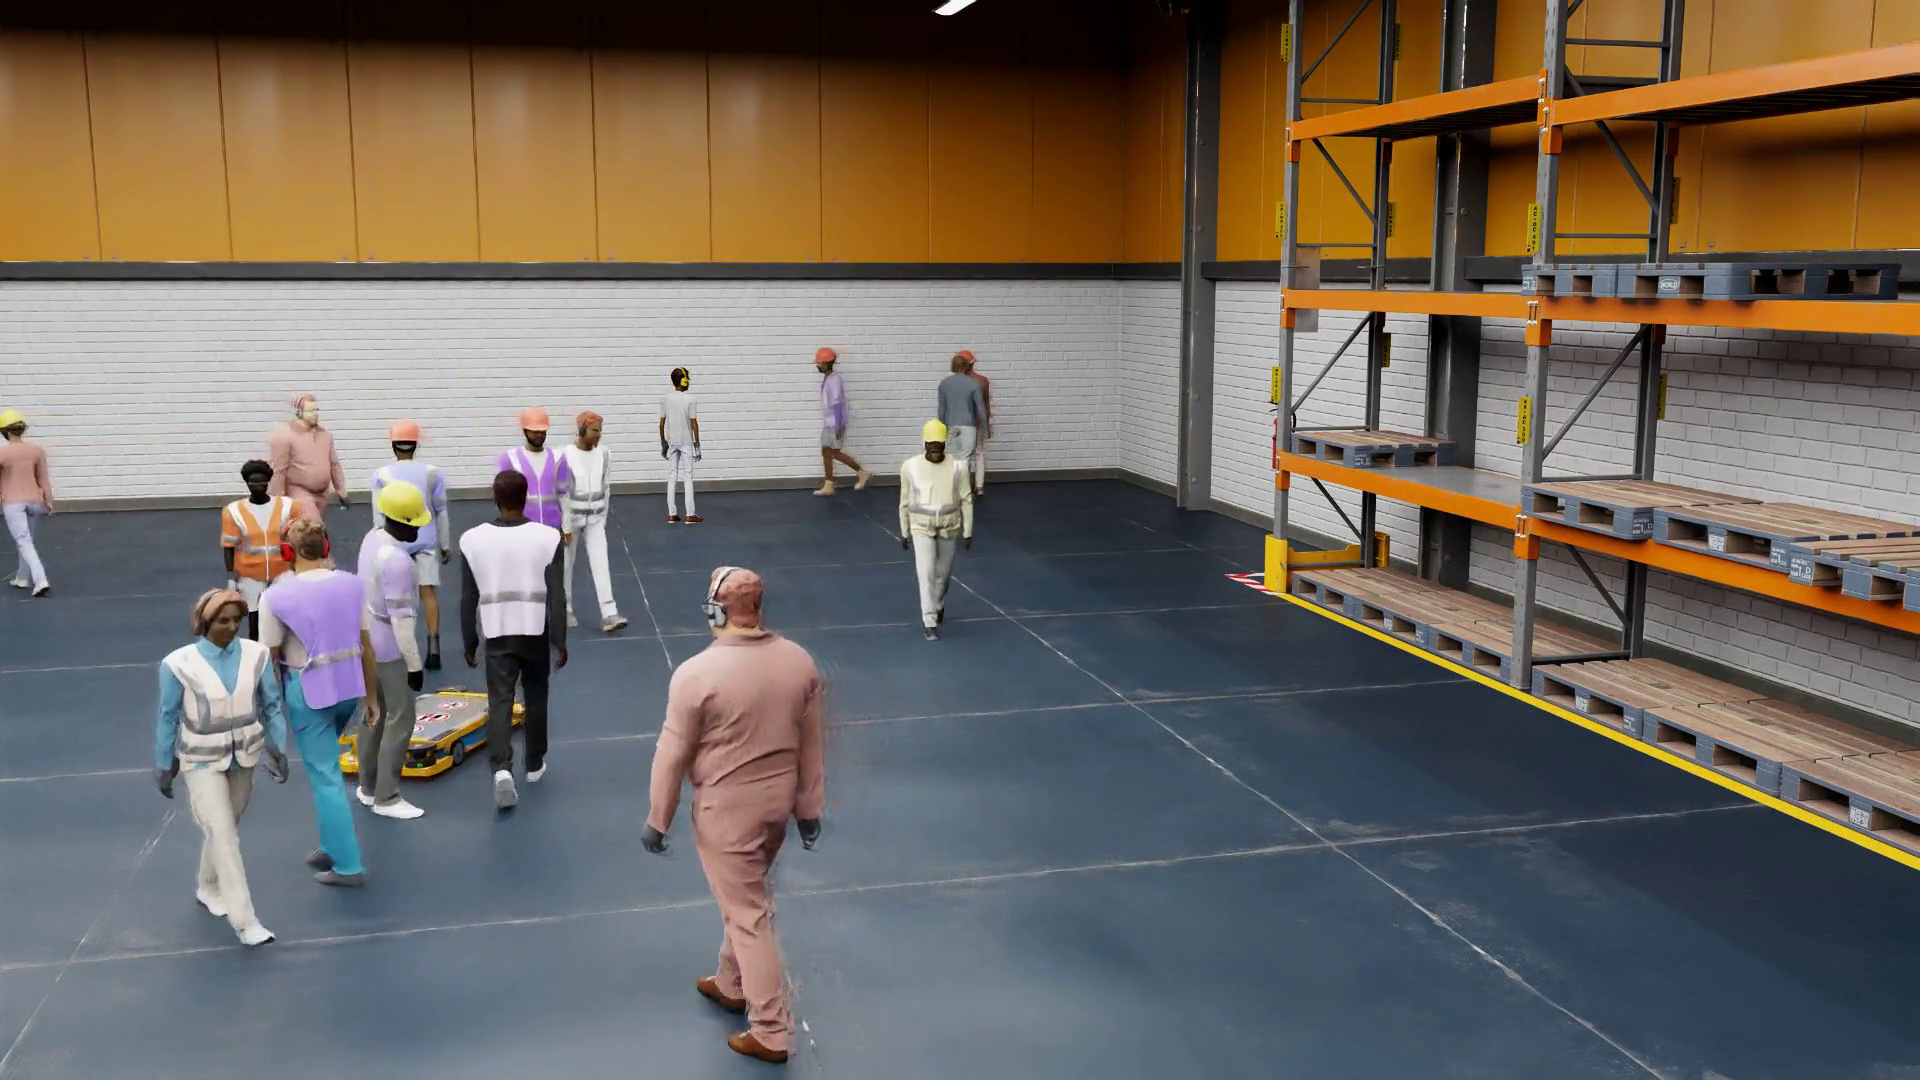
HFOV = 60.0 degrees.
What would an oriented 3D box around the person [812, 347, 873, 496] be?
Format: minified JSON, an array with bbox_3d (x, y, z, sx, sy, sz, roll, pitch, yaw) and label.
[{"bbox_3d":[-1.610,-1.584,22.303,0.755,2.016,0.628,-4,10,-22],"label":"person"}]

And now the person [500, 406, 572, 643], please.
[{"bbox_3d":[-3.399,-0.117,13.400,0.566,1.926,0.400,-5,11,-30],"label":"person"}]

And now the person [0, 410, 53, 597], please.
[{"bbox_3d":[-8.717,-0.348,15.472,0.884,1.723,0.521,5,10,30],"label":"person"}]

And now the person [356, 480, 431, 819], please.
[{"bbox_3d":[-3.160,0.586,9.199,0.390,1.878,0.758,-6,11,-34],"label":"person"}]

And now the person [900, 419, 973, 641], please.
[{"bbox_3d":[-0.202,-0.121,13.852,0.602,1.801,0.875,-1,9,-7],"label":"person"}]

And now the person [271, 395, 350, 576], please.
[{"bbox_3d":[-5.958,-0.409,15.425,0.976,1.852,0.676,4,10,23],"label":"person"}]

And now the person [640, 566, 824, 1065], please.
[{"bbox_3d":[-0.927,1.030,6.434,0.867,1.871,0.646,8,12,40],"label":"person"}]

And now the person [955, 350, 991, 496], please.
[{"bbox_3d":[0.160,-1.554,22.253,0.724,1.964,0.617,-6,11,-33],"label":"person"}]

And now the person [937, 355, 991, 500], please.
[{"bbox_3d":[0.017,-1.476,21.986,0.712,1.913,0.606,5,10,28],"label":"person"}]

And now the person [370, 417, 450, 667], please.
[{"bbox_3d":[-4.165,0.019,12.663,0.563,1.902,0.945,-5,10,-28],"label":"person"}]

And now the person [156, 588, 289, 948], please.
[{"bbox_3d":[-3.299,0.998,7.493,0.887,1.577,0.525,7,12,39],"label":"person"}]

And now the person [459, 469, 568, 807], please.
[{"bbox_3d":[-2.545,0.540,9.485,0.592,1.883,0.903,-2,9,-11],"label":"person"}]

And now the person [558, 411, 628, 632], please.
[{"bbox_3d":[-3.102,-0.139,13.815,0.614,1.827,0.996,-7,11,-37],"label":"person"}]

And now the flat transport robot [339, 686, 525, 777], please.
[{"bbox_3d":[-3.287,1.184,10.441,0.652,0.197,1.431,2,9,11],"label":"flat transport robot"}]

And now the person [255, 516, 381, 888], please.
[{"bbox_3d":[-3.167,0.790,8.096,0.656,1.813,0.555,4,10,26],"label":"person"}]

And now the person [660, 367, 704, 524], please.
[{"bbox_3d":[-3.337,-1.126,19.894,0.532,1.865,0.310,3,10,18],"label":"person"}]

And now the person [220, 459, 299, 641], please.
[{"bbox_3d":[-4.959,0.249,11.895,0.594,1.670,0.528,-5,10,-28],"label":"person"}]
